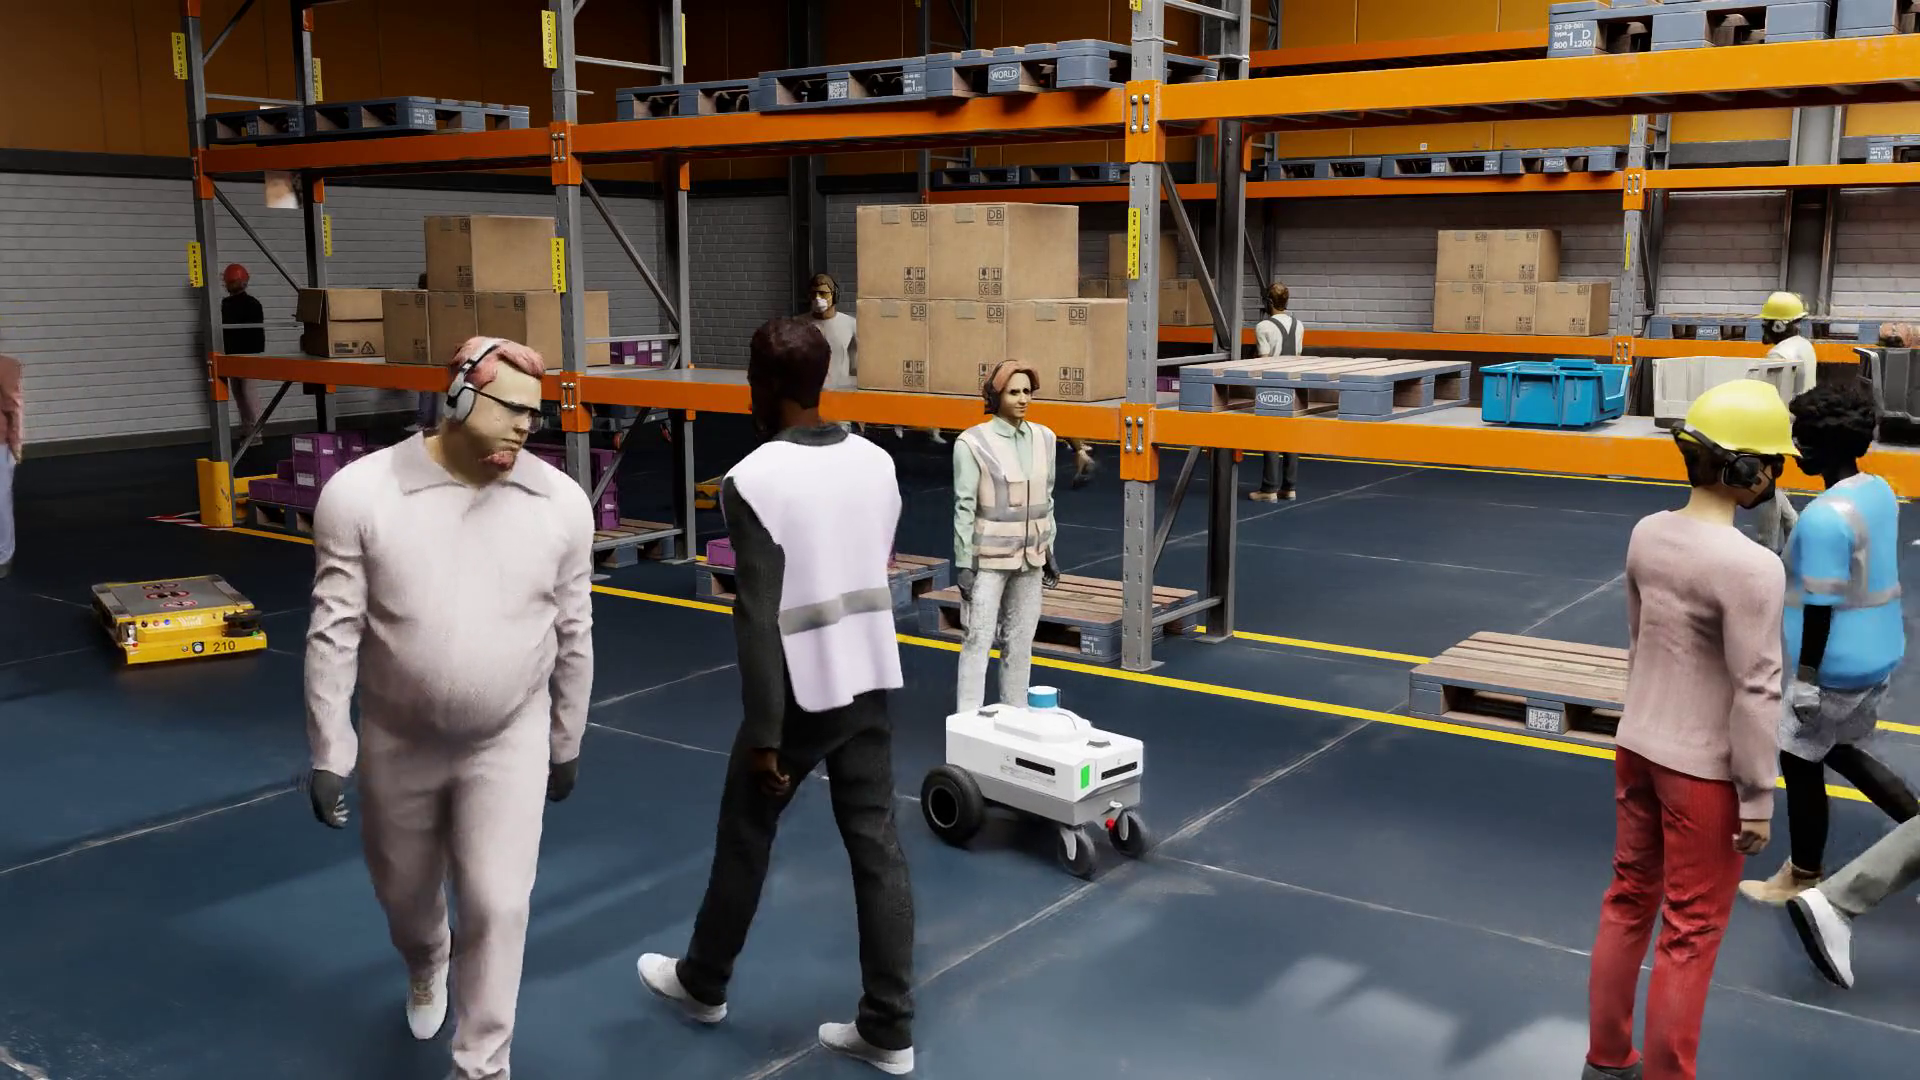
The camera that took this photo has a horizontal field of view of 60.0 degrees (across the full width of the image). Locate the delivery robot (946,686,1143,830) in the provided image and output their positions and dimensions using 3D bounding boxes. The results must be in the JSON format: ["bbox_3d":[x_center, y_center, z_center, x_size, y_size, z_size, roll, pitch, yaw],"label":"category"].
[{"bbox_3d":[0.283,0.748,5.725,0.477,0.478,0.707,-9,13,-44],"label":"delivery robot"}]

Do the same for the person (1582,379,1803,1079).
[{"bbox_3d":[1.702,0.514,3.821,0.334,1.763,0.521,-2,10,-10],"label":"person"}]

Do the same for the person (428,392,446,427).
[{"bbox_3d":[-5.929,-2.123,19.027,0.663,1.921,0.490,5,11,27],"label":"person"}]

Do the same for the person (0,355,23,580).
[{"bbox_3d":[-6.173,-0.598,10.501,0.523,1.741,0.378,-2,10,-9],"label":"person"}]

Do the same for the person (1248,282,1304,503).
[{"bbox_3d":[2.647,-1.233,13.961,0.507,1.847,0.351,-6,11,-32],"label":"person"}]

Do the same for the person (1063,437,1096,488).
[{"bbox_3d":[0.800,-1.446,14.746,0.616,2.018,0.924,-8,12,-40],"label":"person"}]

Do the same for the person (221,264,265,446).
[{"bbox_3d":[-7.866,-2.007,18.247,0.638,1.997,0.433,6,11,31],"label":"person"}]

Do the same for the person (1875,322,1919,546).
[{"bbox_3d":[6.642,-0.749,11.834,0.868,1.596,0.514,8,13,40],"label":"person"}]

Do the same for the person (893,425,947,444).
[{"bbox_3d":[-0.451,-1.883,18.522,0.669,1.614,0.520,9,13,42],"label":"person"}]

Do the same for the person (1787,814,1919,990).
[{"bbox_3d":[2.649,0.361,4.291,0.704,1.904,0.599,1,10,9],"label":"person"}]

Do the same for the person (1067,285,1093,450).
[{"bbox_3d":[1.039,-1.893,17.955,0.862,1.837,0.520,5,11,28],"label":"person"}]

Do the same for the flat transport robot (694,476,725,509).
[{"bbox_3d":[-1.504,-0.385,13.593,1.431,0.197,0.652,2,10,13],"label":"flat transport robot"}]

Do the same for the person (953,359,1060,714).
[{"bbox_3d":[0.185,0.098,6.649,0.520,1.639,0.312,-8,12,-38],"label":"person"}]

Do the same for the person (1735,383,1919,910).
[{"bbox_3d":[2.669,0.370,4.935,0.567,1.668,0.577,-9,13,-41],"label":"person"}]

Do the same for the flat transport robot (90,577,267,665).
[{"bbox_3d":[-4.219,0.399,8.920,0.652,0.197,1.431,-6,11,-33],"label":"flat transport robot"}]

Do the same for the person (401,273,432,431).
[{"bbox_3d":[-6.320,-2.234,19.861,0.607,1.900,0.690,-2,10,-13],"label":"person"}]

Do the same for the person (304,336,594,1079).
[{"bbox_3d":[-1.189,0.442,3.949,0.665,1.858,0.911,-3,10,-18],"label":"person"}]

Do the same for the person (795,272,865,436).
[{"bbox_3d":[-0.958,-0.907,11.744,0.627,1.940,0.371,1,10,7],"label":"person"}]

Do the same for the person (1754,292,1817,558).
[{"bbox_3d":[5.320,-0.700,10.847,0.414,1.822,0.615,8,13,41],"label":"person"}]

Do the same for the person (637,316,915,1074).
[{"bbox_3d":[-0.458,0.380,4.261,0.927,1.872,0.587,8,12,40],"label":"person"}]
